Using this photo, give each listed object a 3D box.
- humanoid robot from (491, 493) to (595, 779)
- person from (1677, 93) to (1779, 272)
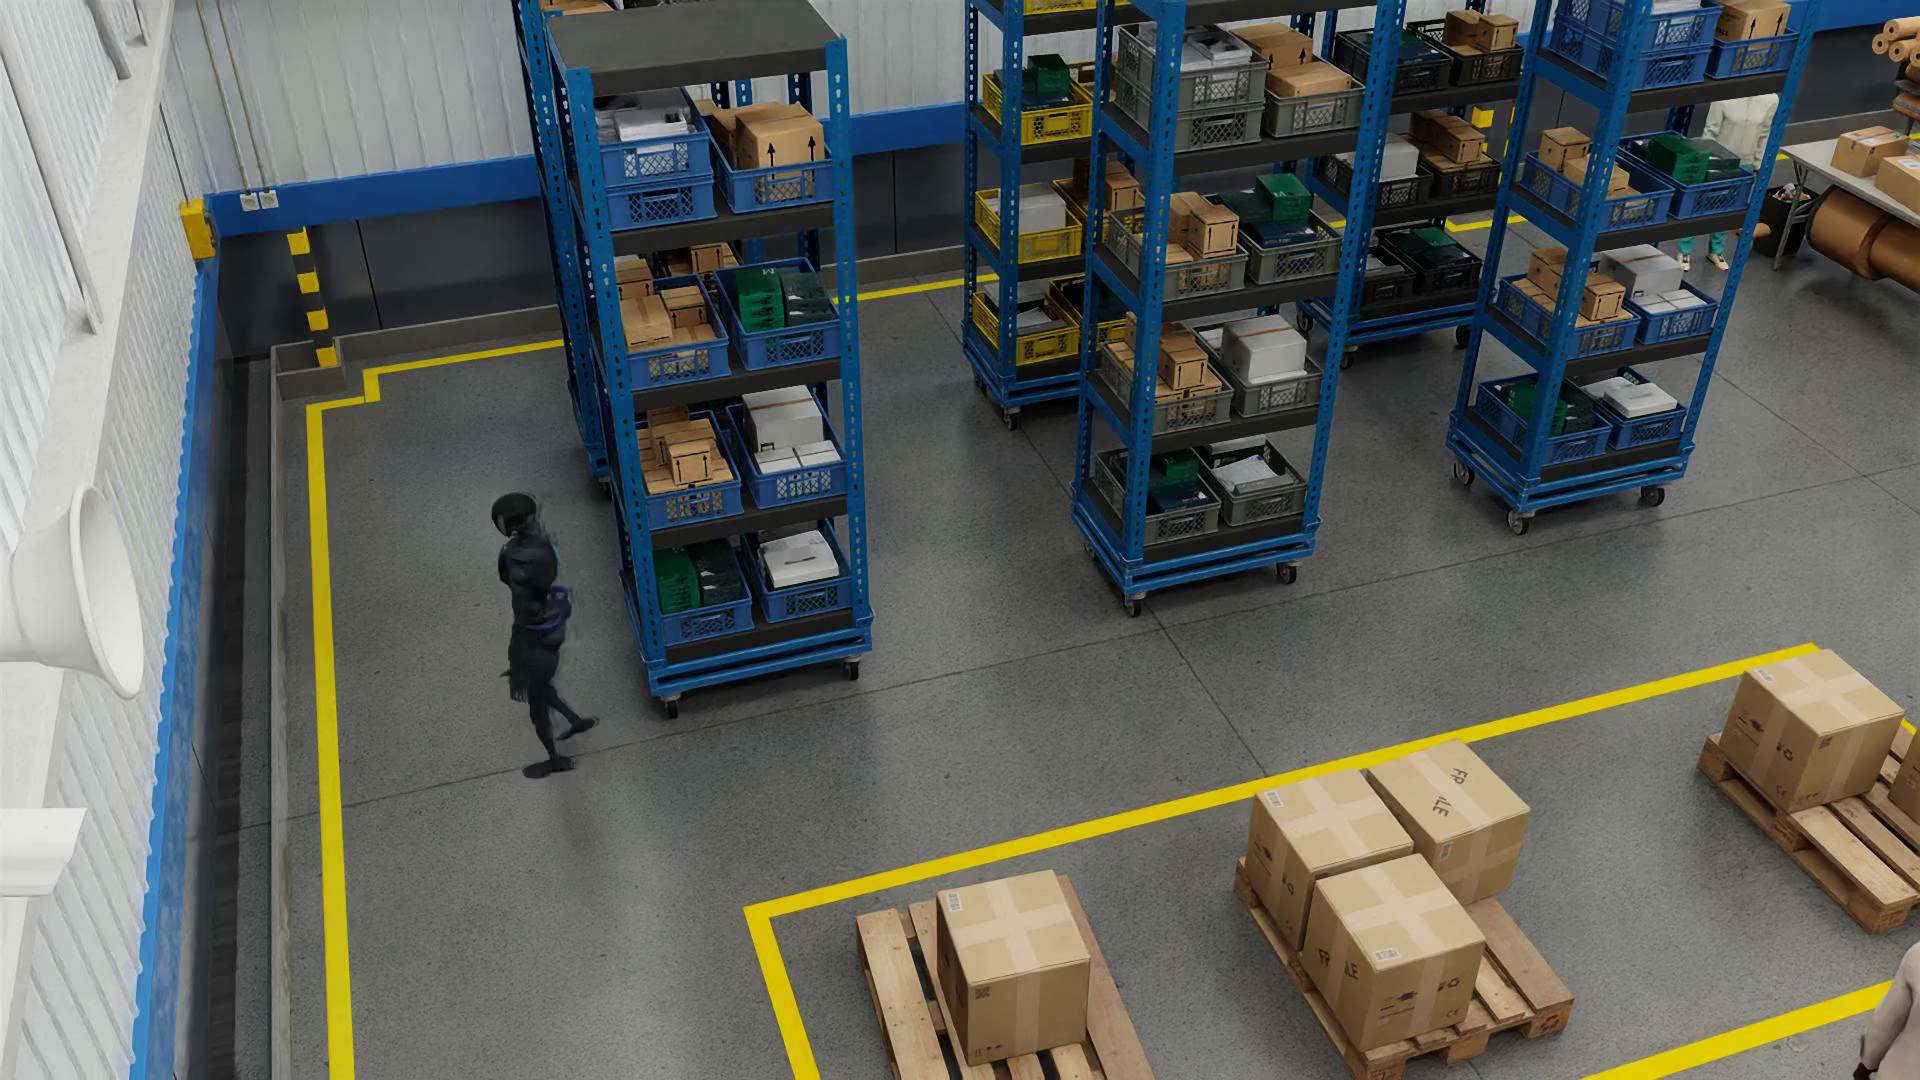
[{"bbox_3d":[-2.090,0.457,8.184,0.357,1.651,0.639,-2,35,-3],"label":"humanoid robot"},{"bbox_3d":[5.976,-2.932,12.913,0.531,1.768,0.309,-1,35,-2],"label":"person"}]
